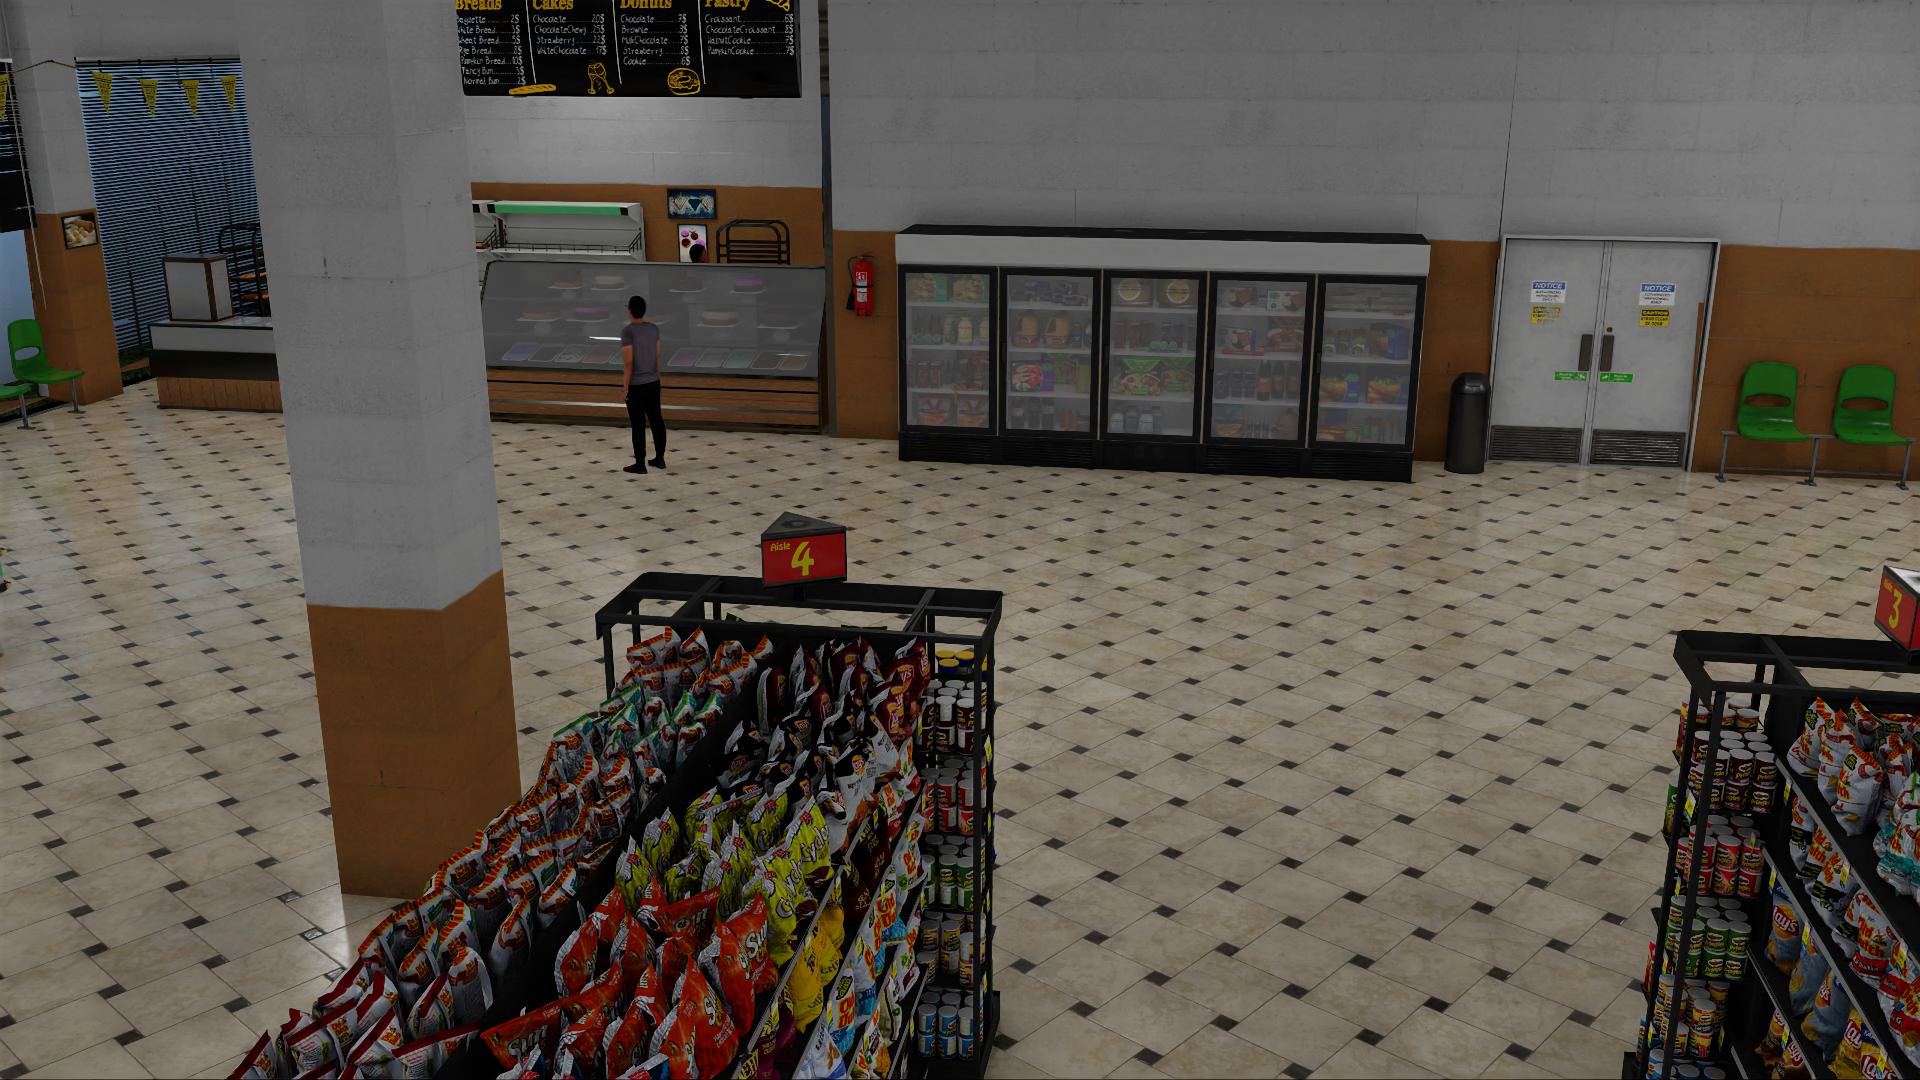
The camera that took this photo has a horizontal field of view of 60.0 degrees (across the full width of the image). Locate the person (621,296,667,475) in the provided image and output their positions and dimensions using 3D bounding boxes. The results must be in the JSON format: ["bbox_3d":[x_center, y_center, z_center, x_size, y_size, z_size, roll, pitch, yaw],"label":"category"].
[{"bbox_3d":[-3.137,-1.544,16.425,0.765,1.754,0.646,13,21,36],"label":"person"}]
